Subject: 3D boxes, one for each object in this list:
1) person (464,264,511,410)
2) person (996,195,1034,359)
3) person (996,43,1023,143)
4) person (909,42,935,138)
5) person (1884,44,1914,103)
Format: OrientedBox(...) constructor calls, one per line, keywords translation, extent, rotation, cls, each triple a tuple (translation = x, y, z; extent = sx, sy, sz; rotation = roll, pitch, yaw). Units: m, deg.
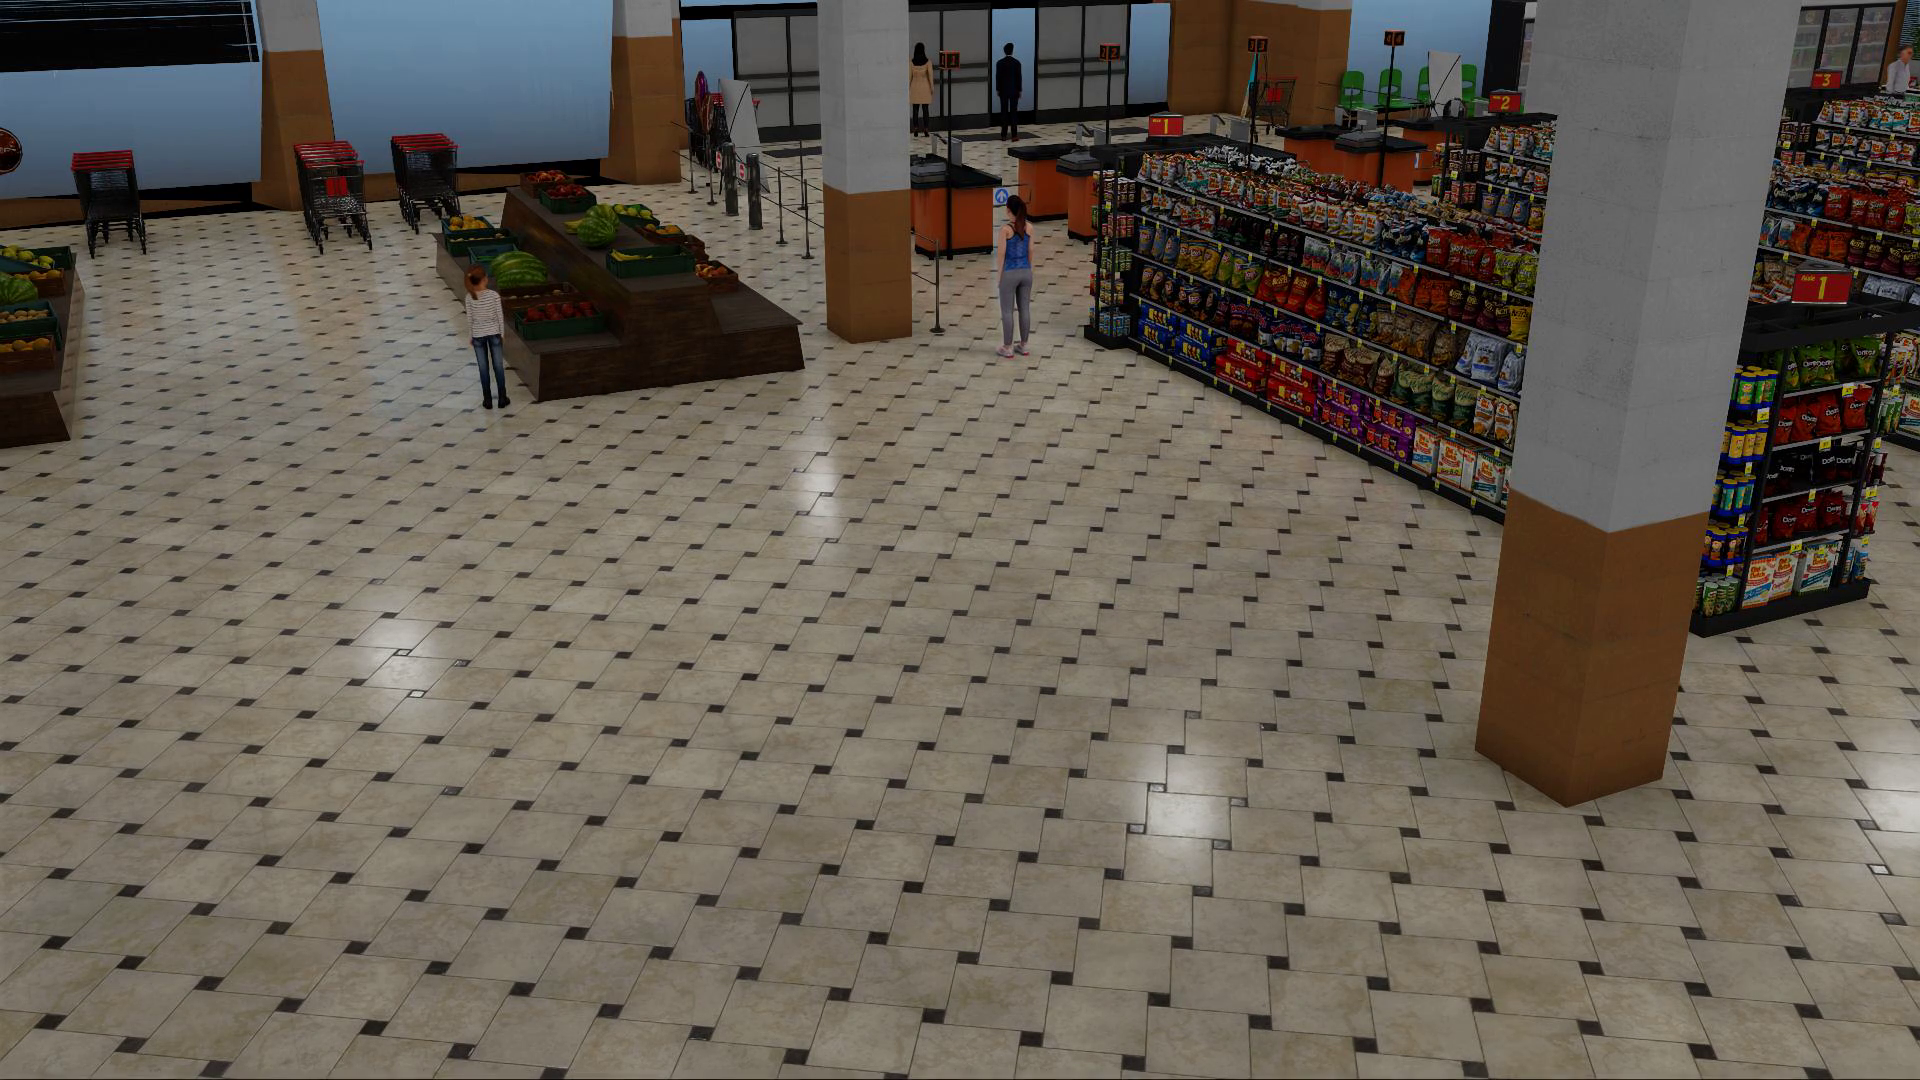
OrientedBox(translation=(-4.286, -1.838, 15.050), extent=(0.505, 1.313, 0.511), rotation=(-5, 22, -12), cls="person")
OrientedBox(translation=(0.560, -2.647, 16.667), extent=(0.546, 1.608, 0.529), rotation=(-11, 24, -25), cls="person")
OrientedBox(translation=(0.882, -8.099, 30.078), extent=(0.710, 1.727, 0.742), rotation=(5, 22, 13), cls="person")
OrientedBox(translation=(-0.732, -8.272, 30.569), extent=(0.726, 1.680, 0.721), rotation=(2, 22, 6), cls="person")
OrientedBox(translation=(16.317, -7.739, 29.060), extent=(0.659, 1.818, 0.580), rotation=(-12, 25, -28), cls="person")
